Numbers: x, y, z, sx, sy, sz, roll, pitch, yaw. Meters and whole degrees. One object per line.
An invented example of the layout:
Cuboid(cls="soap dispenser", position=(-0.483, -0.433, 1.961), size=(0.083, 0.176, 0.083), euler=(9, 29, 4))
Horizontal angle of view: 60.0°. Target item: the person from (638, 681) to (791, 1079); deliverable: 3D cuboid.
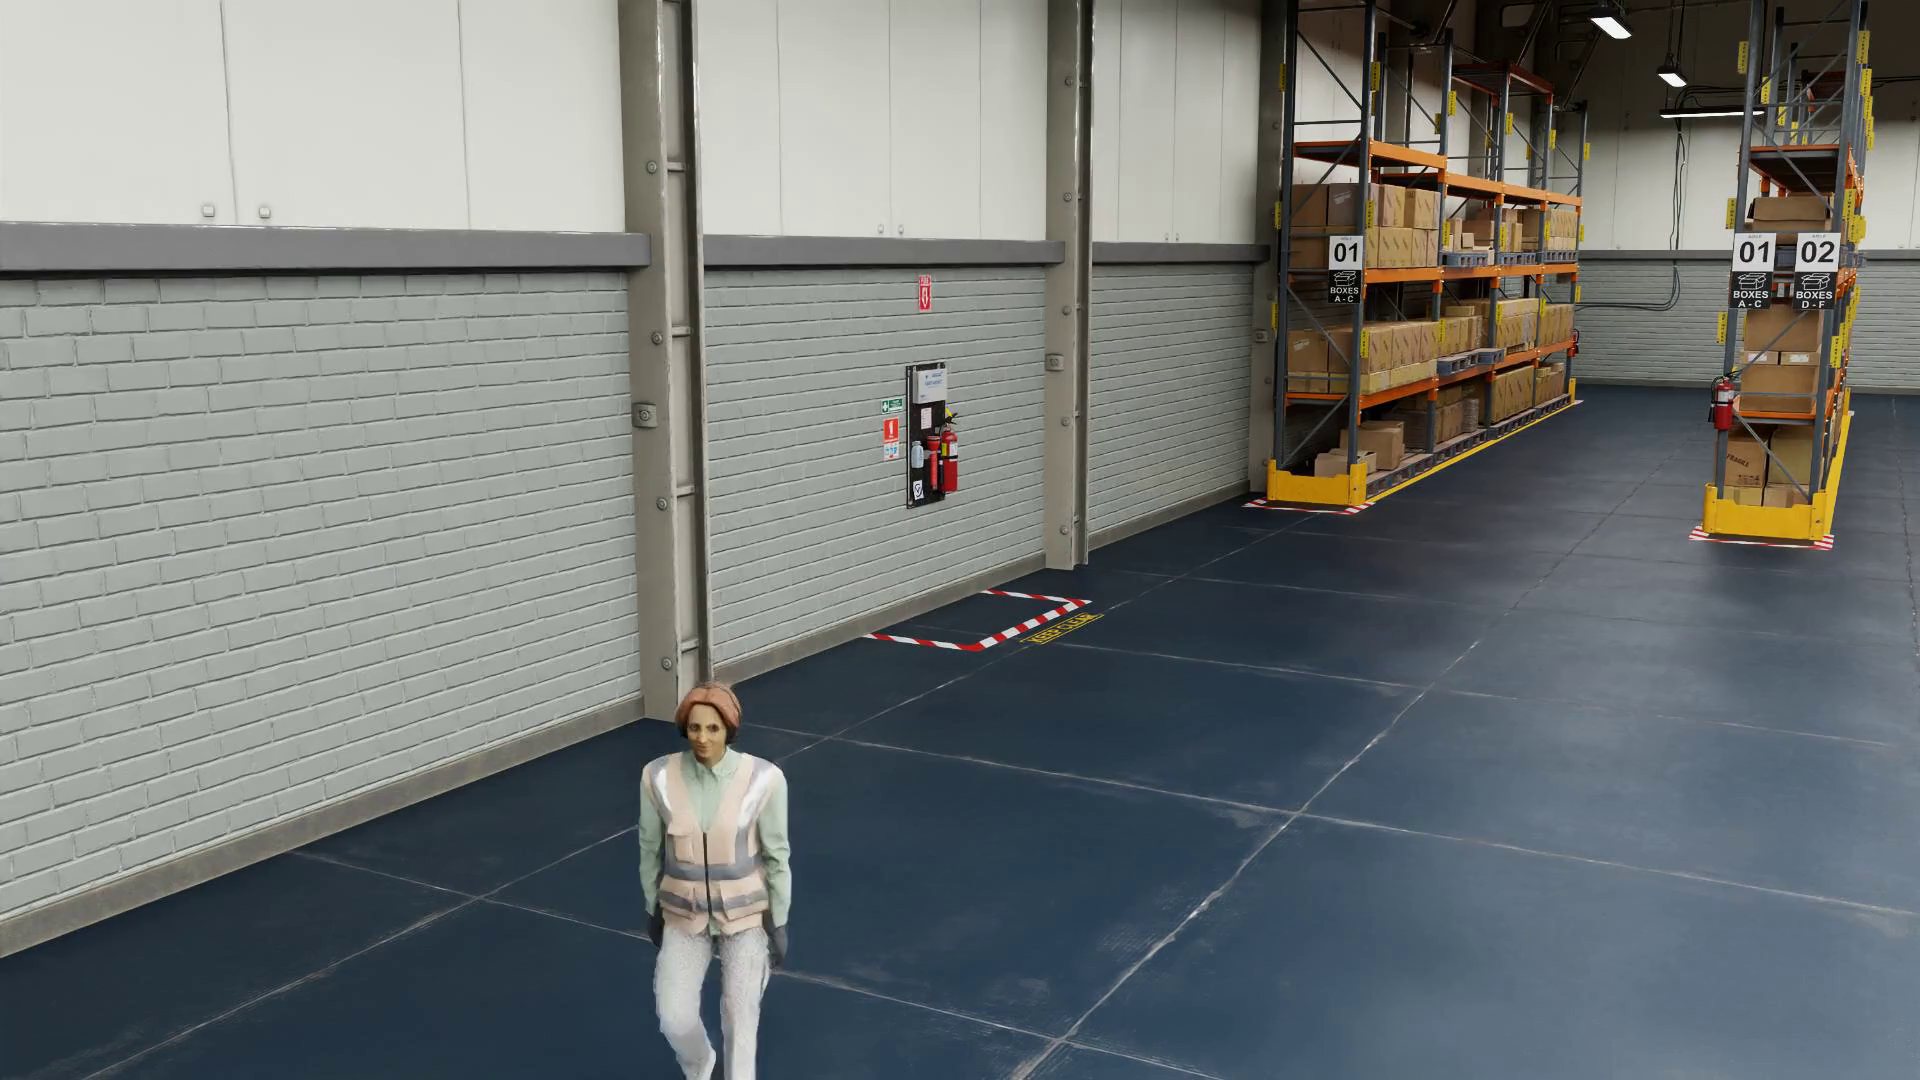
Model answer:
Cuboid(cls="person", position=(-0.803, 1.255, 5.496), size=(0.516, 1.629, 0.384), euler=(1, 10, 3))
